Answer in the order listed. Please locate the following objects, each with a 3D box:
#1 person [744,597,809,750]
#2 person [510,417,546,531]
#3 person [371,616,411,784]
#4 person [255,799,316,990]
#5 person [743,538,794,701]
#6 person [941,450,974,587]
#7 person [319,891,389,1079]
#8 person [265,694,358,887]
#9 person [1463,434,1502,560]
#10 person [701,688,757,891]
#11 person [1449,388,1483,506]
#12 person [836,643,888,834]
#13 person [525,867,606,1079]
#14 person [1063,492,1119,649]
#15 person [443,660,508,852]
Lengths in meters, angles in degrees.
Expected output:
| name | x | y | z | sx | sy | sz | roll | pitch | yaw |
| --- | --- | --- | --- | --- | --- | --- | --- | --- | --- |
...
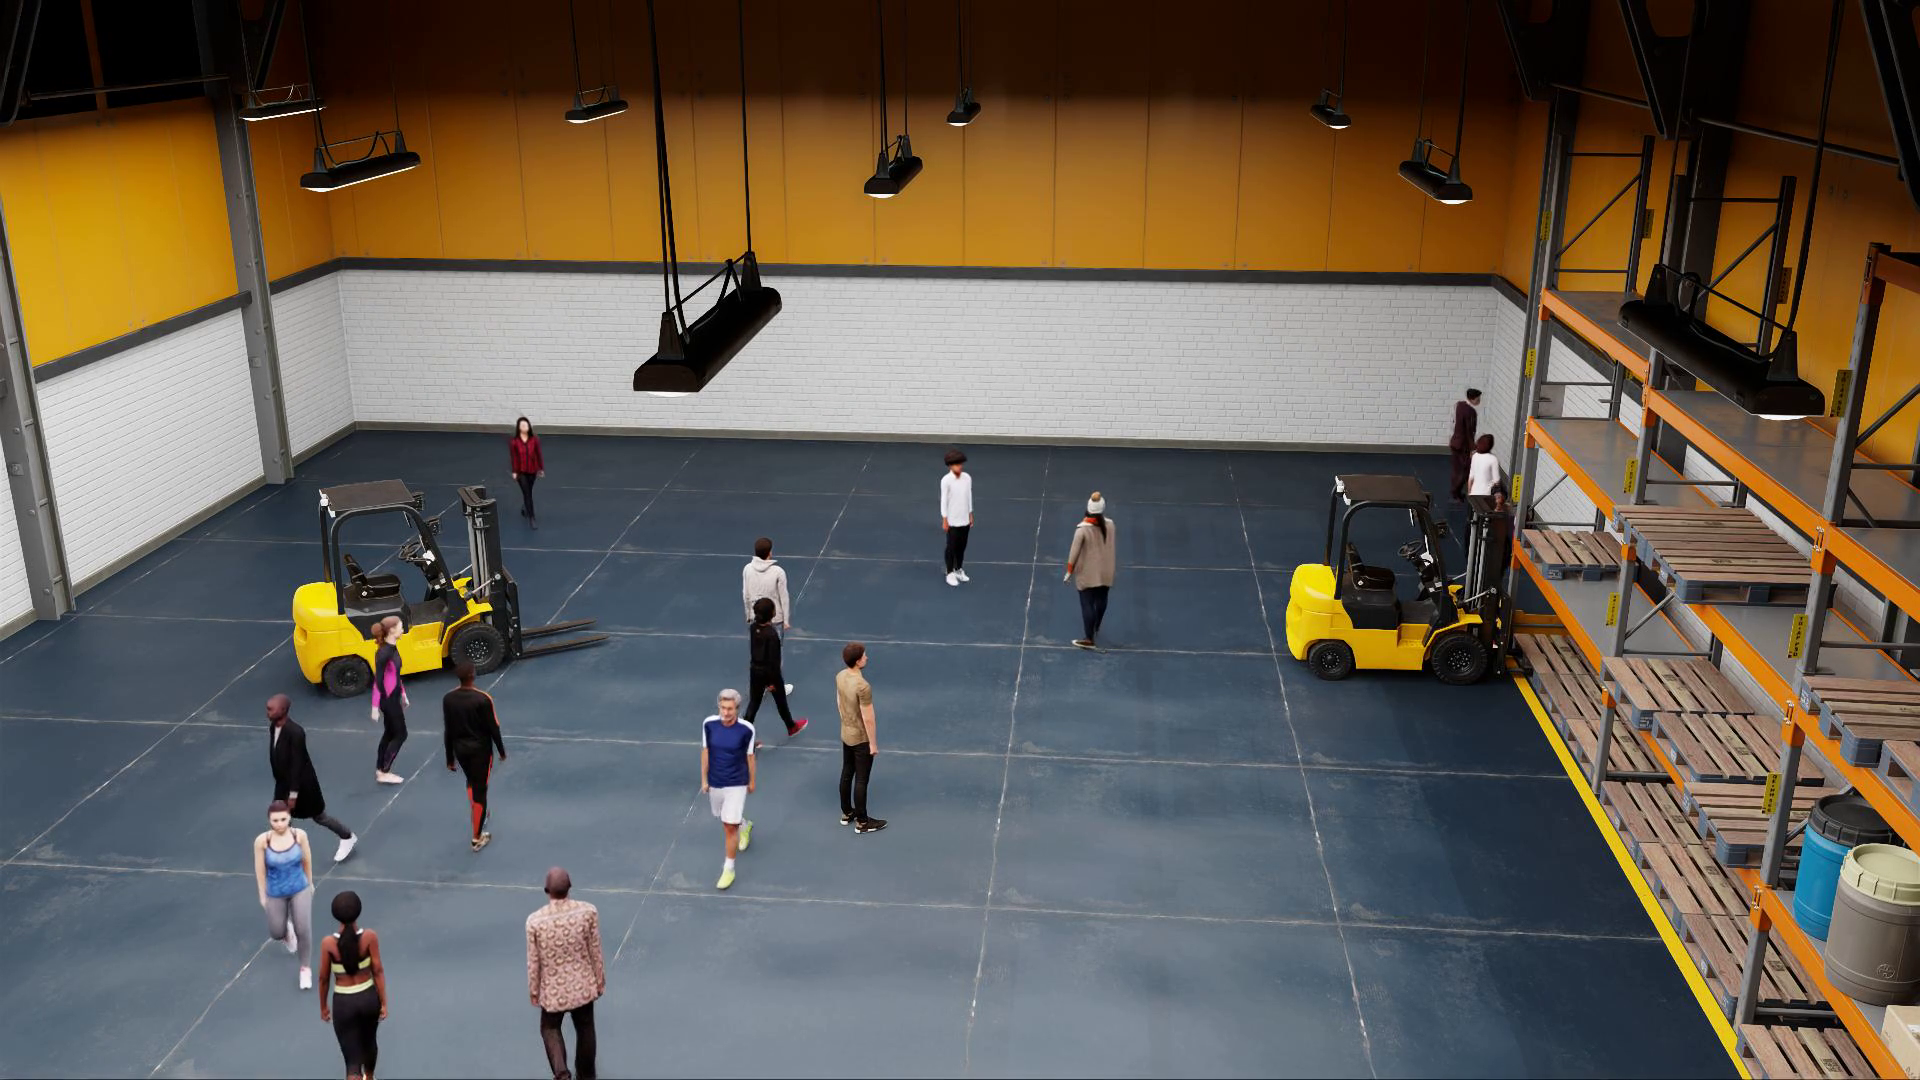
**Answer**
| name | x | y | z | sx | sy | sz | roll | pitch | yaw |
| --- | --- | --- | --- | --- | --- | --- | --- | --- | --- |
| person | -2.063 | 1.420 | 17.090 | 0.994 | 1.630 | 1.153 | 15 | 24 | 38 |
| person | -6.367 | -1.003 | 24.320 | 0.991 | 1.608 | 1.135 | -11 | 22 | -30 |
| person | -5.677 | 1.612 | 16.396 | 0.727 | 1.710 | 0.644 | 1 | 19 | 2 |
| person | -5.326 | 2.760 | 13.162 | 0.788 | 1.599 | 0.930 | -9 | 20 | -24 |
| person | -2.154 | 0.863 | 18.399 | 0.693 | 1.852 | 0.617 | 4 | 19 | 12 |
| person | -0.054 | -0.321 | 21.978 | 0.742 | 1.812 | 0.791 | -13 | 22 | -33 |
| person | -4.146 | 3.282 | 11.429 | 0.935 | 1.716 | 1.187 | -9 | 21 | -25 |
| person | -5.785 | 2.162 | 14.747 | 1.007 | 1.720 | 1.274 | 11 | 21 | 29 |
| person | 7.131 | -0.576 | 22.762 | 0.736 | 1.793 | 0.674 | -14 | 23 | -35 |
| person | -2.031 | 2.114 | 14.759 | 0.783 | 1.805 | 1.182 | 5 | 19 | 15 |
| person | 7.659 | -1.455 | 25.318 | 0.867 | 1.829 | 0.689 | -9 | 21 | -24 |
| person | -0.970 | 1.826 | 15.540 | 0.796 | 1.851 | 0.721 | -13 | 23 | -34 |
| person | -2.730 | 3.164 | 11.654 | 0.866 | 1.795 | 0.926 | -7 | 20 | -21 |
| person | 1.643 | 0.370 | 19.828 | 1.000 | 1.874 | 1.084 | -9 | 20 | -24 |
| person | -4.475 | 1.986 | 15.168 | 0.661 | 1.785 | 0.887 | 3 | 19 | 9 |
